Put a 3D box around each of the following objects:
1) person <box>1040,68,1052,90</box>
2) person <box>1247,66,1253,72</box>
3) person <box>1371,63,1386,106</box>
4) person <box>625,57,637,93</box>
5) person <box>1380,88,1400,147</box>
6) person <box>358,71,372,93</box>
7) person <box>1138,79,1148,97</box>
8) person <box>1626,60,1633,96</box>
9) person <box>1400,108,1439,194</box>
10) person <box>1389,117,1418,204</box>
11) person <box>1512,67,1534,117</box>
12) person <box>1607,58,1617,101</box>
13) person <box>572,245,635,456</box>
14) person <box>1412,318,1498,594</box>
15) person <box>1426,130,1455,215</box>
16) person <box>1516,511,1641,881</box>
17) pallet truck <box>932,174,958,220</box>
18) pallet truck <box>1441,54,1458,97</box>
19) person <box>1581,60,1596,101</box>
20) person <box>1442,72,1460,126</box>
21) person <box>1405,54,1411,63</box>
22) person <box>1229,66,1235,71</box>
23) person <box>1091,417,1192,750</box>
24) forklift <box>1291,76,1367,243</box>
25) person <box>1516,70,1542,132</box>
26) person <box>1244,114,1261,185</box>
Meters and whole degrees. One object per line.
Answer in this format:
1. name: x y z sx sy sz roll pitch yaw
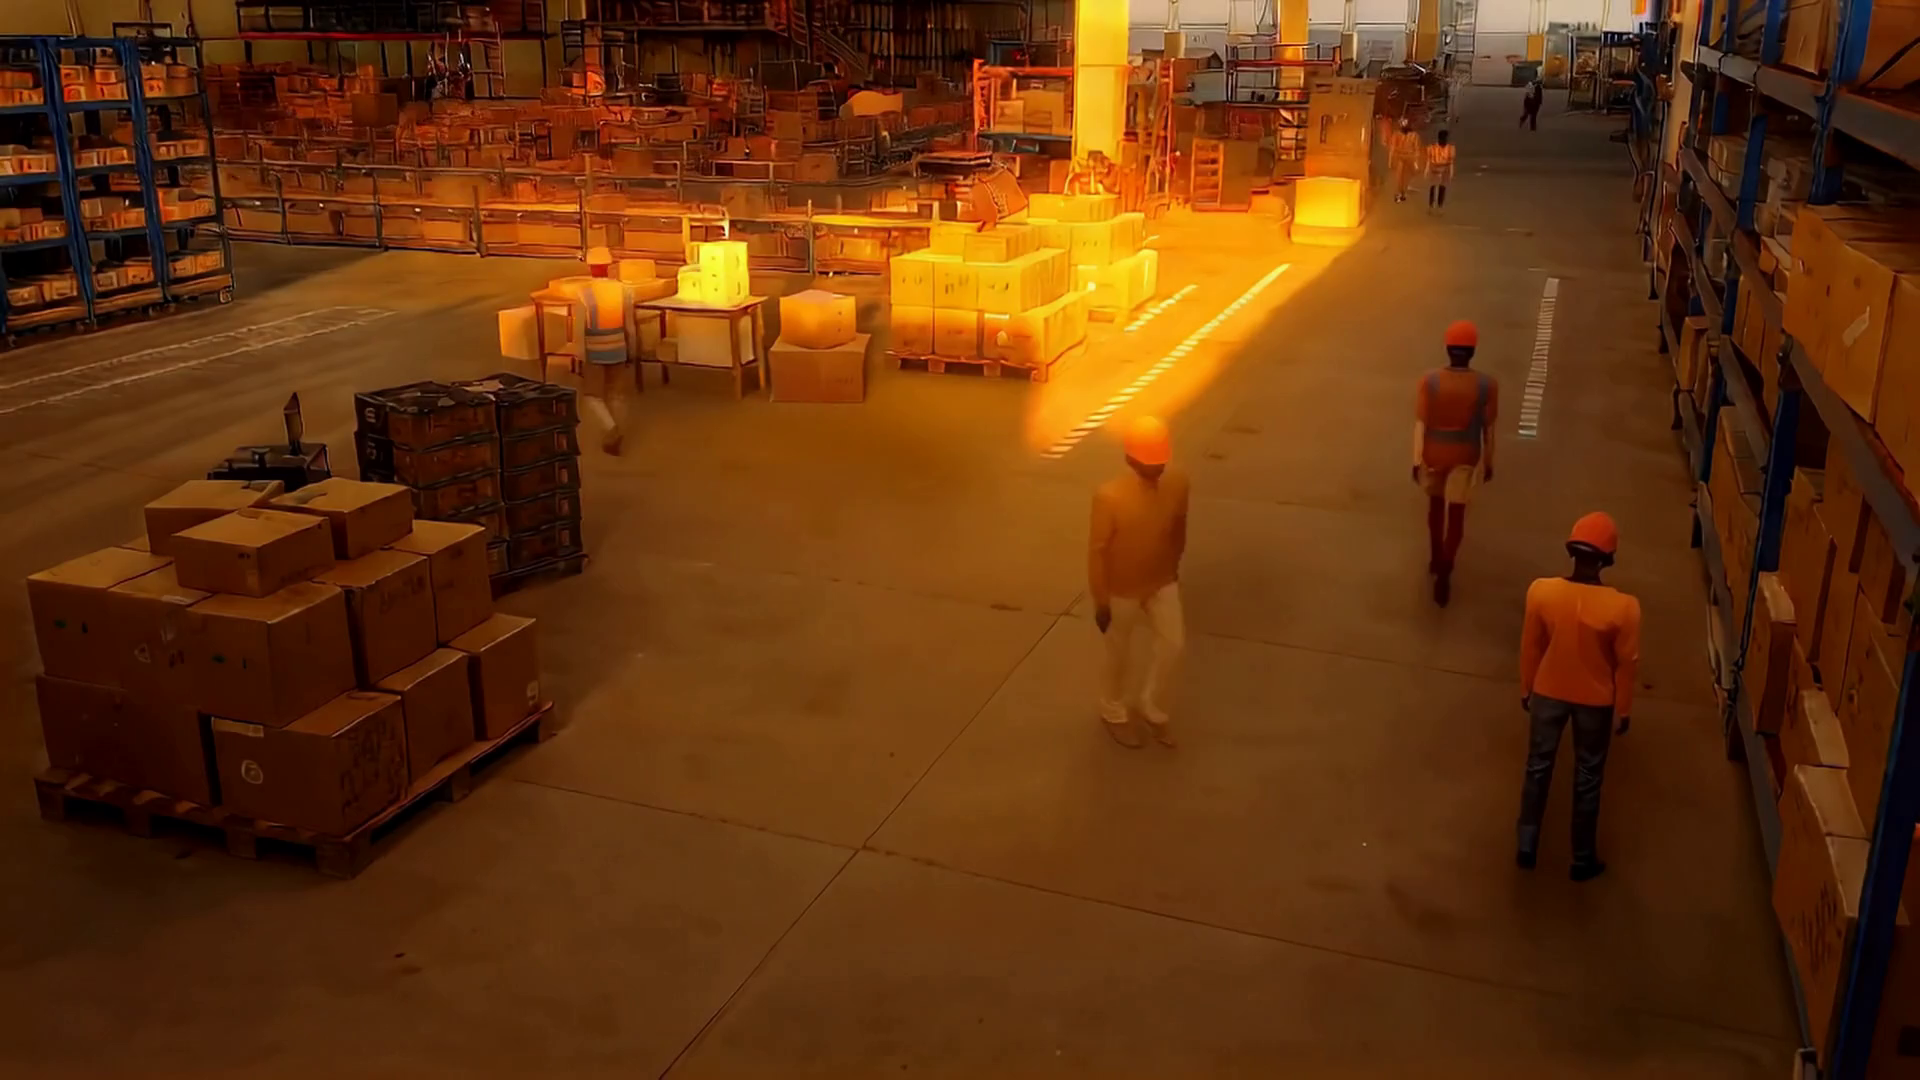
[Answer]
1. person: 4.077 -21.656 77.821 1.027 1.885 0.638 4 18 14
2. person: 11.694 -18.172 66.913 0.628 1.854 0.542 -8 19 -23
3. person: 17.698 -19.257 70.431 0.510 1.794 0.960 -15 23 -40
4. person: -15.230 -21.470 77.292 0.589 1.840 0.939 5 18 17
5. person: 12.910 -12.658 49.834 0.573 1.702 0.778 -7 19 -22
6. person: -19.381 -14.257 54.308 0.385 2.045 0.605 -12 21 -34
7. person: 6.168 -14.851 56.643 0.561 1.745 0.532 7 19 21
8. person: 32.122 -22.102 79.517 0.539 1.698 0.318 -14 22 -36
9. person: 10.330 -8.685 37.119 0.977 1.863 0.641 9 20 26
10. person: 9.373 -8.035 35.166 0.589 1.800 0.885 5 18 16
11. person: 21.662 -17.122 63.589 0.931 1.881 0.596 5 18 14
12. person: 29.251 -20.659 74.641 0.458 1.903 0.609 2 18 5
13. person: -3.187 -1.679 14.969 0.631 1.927 0.473 -16 23 -40
14. person: 3.439 -0.591 11.615 0.556 1.902 0.934 6 19 18
15. person: 9.500 -7.264 32.906 0.548 1.678 0.514 4 18 11
16. person: 2.844 0.722 7.698 0.525 1.769 0.316 12 21 33
17. pallet truck: -0.507 -5.292 27.348 0.653 1.274 1.630 6 19 19
18. pallet truck: 22.765 -21.886 78.355 0.823 1.965 1.885 -4 18 -14
19. person: 28.445 -20.821 75.326 0.672 1.814 0.438 -2 18 -5
20. person: 17.347 -15.519 58.590 0.492 1.852 0.517 1 18 3
21. person: 23.356 -24.467 86.874 0.282 1.746 0.493 15 23 39
22. person: 10.668 -17.615 65.071 0.494 1.912 0.566 4 18 12
23. person: 0.968 0.245 8.924 0.641 1.934 0.662 -8 19 -23
24. forklift: 6.598 -6.755 29.381 1.129 2.768 1.873 6 19 19
25. person: 19.244 -14.787 55.980 0.666 2.000 0.695 16 24 41
26. person: 6.789 -9.058 38.661 0.429 1.618 0.500 -17 24 -42
